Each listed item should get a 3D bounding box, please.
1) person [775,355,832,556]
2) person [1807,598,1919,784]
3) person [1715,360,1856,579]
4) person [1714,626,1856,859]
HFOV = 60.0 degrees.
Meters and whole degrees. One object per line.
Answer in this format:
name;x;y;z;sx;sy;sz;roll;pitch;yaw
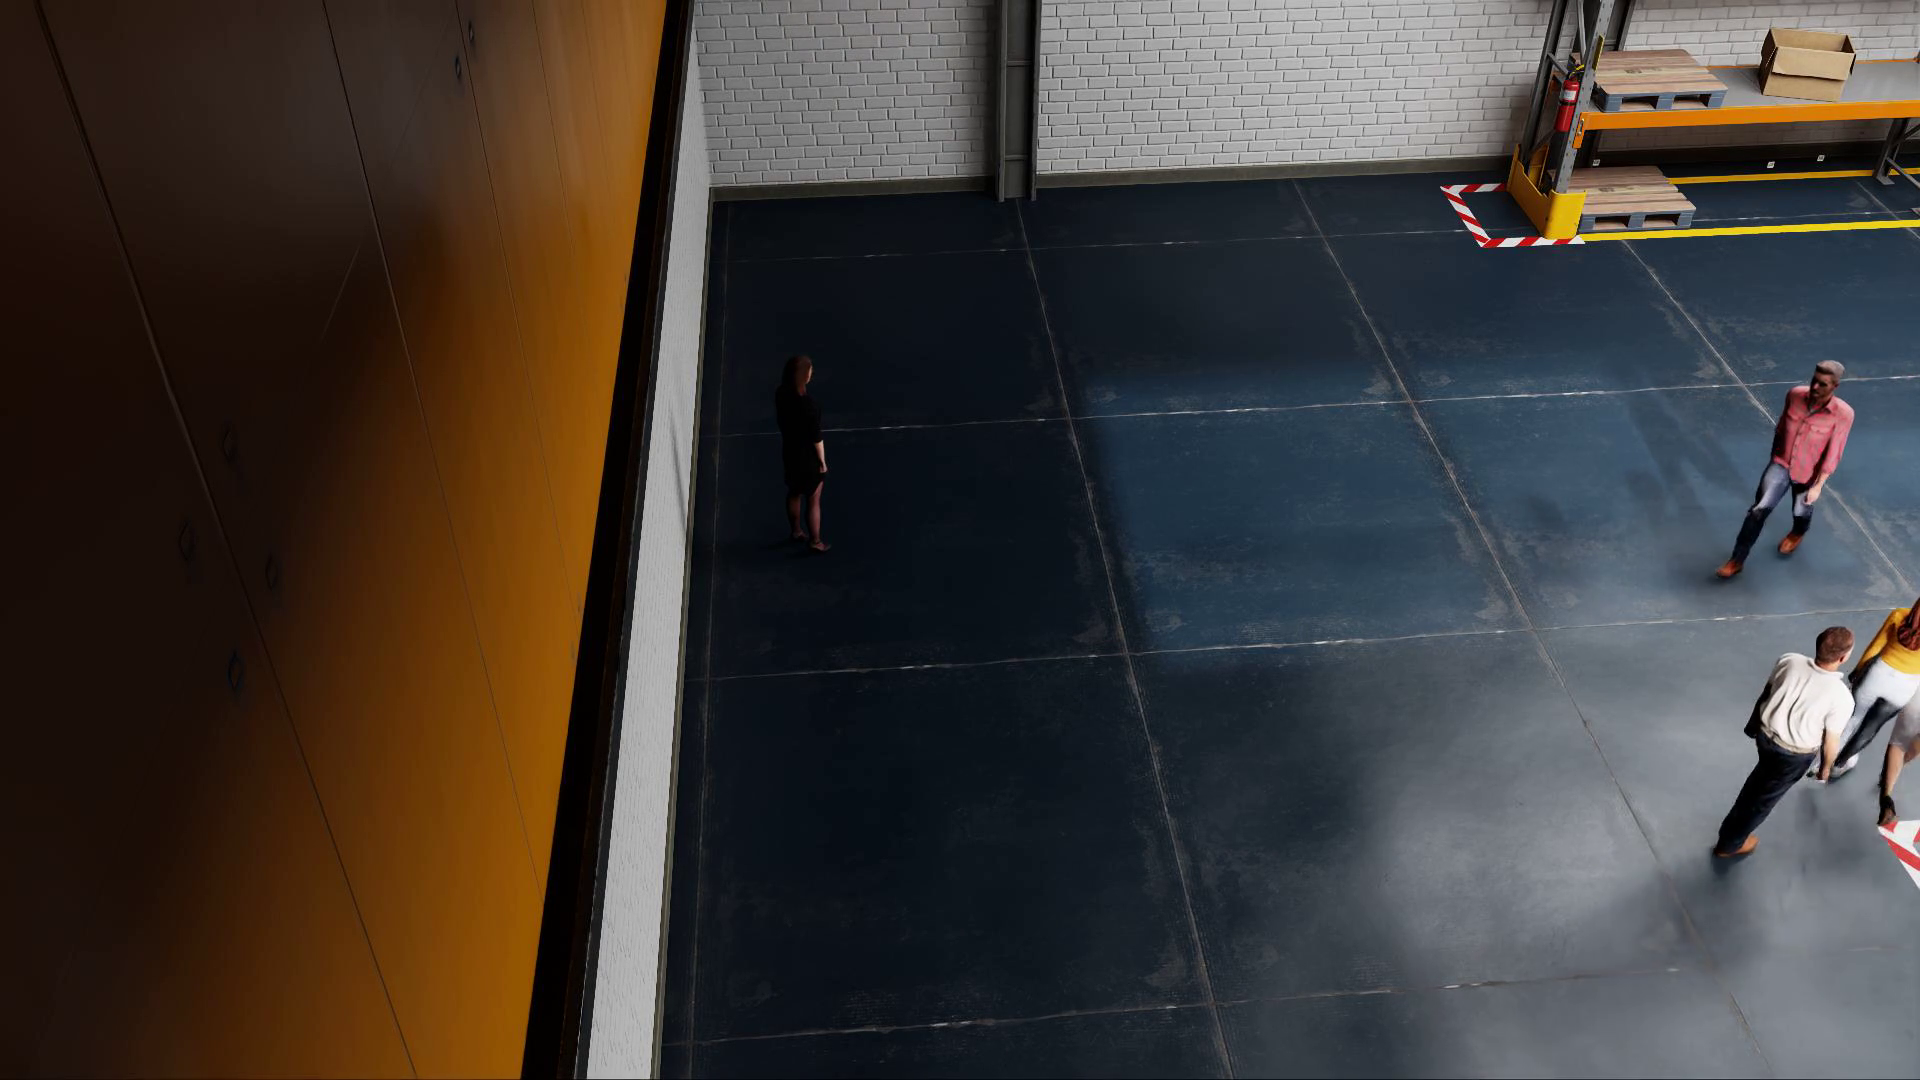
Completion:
person;-1.177;-0.621;12.386;0.653;1.705;0.702;30;48;32
person;5.773;0.965;10.377;0.909;1.733;0.982;28;46;30
person;6.214;-0.545;12.223;1.309;1.789;1.143;-27;46;-29
person;4.838;1.262;9.921;0.759;1.838;0.751;-16;41;-19
